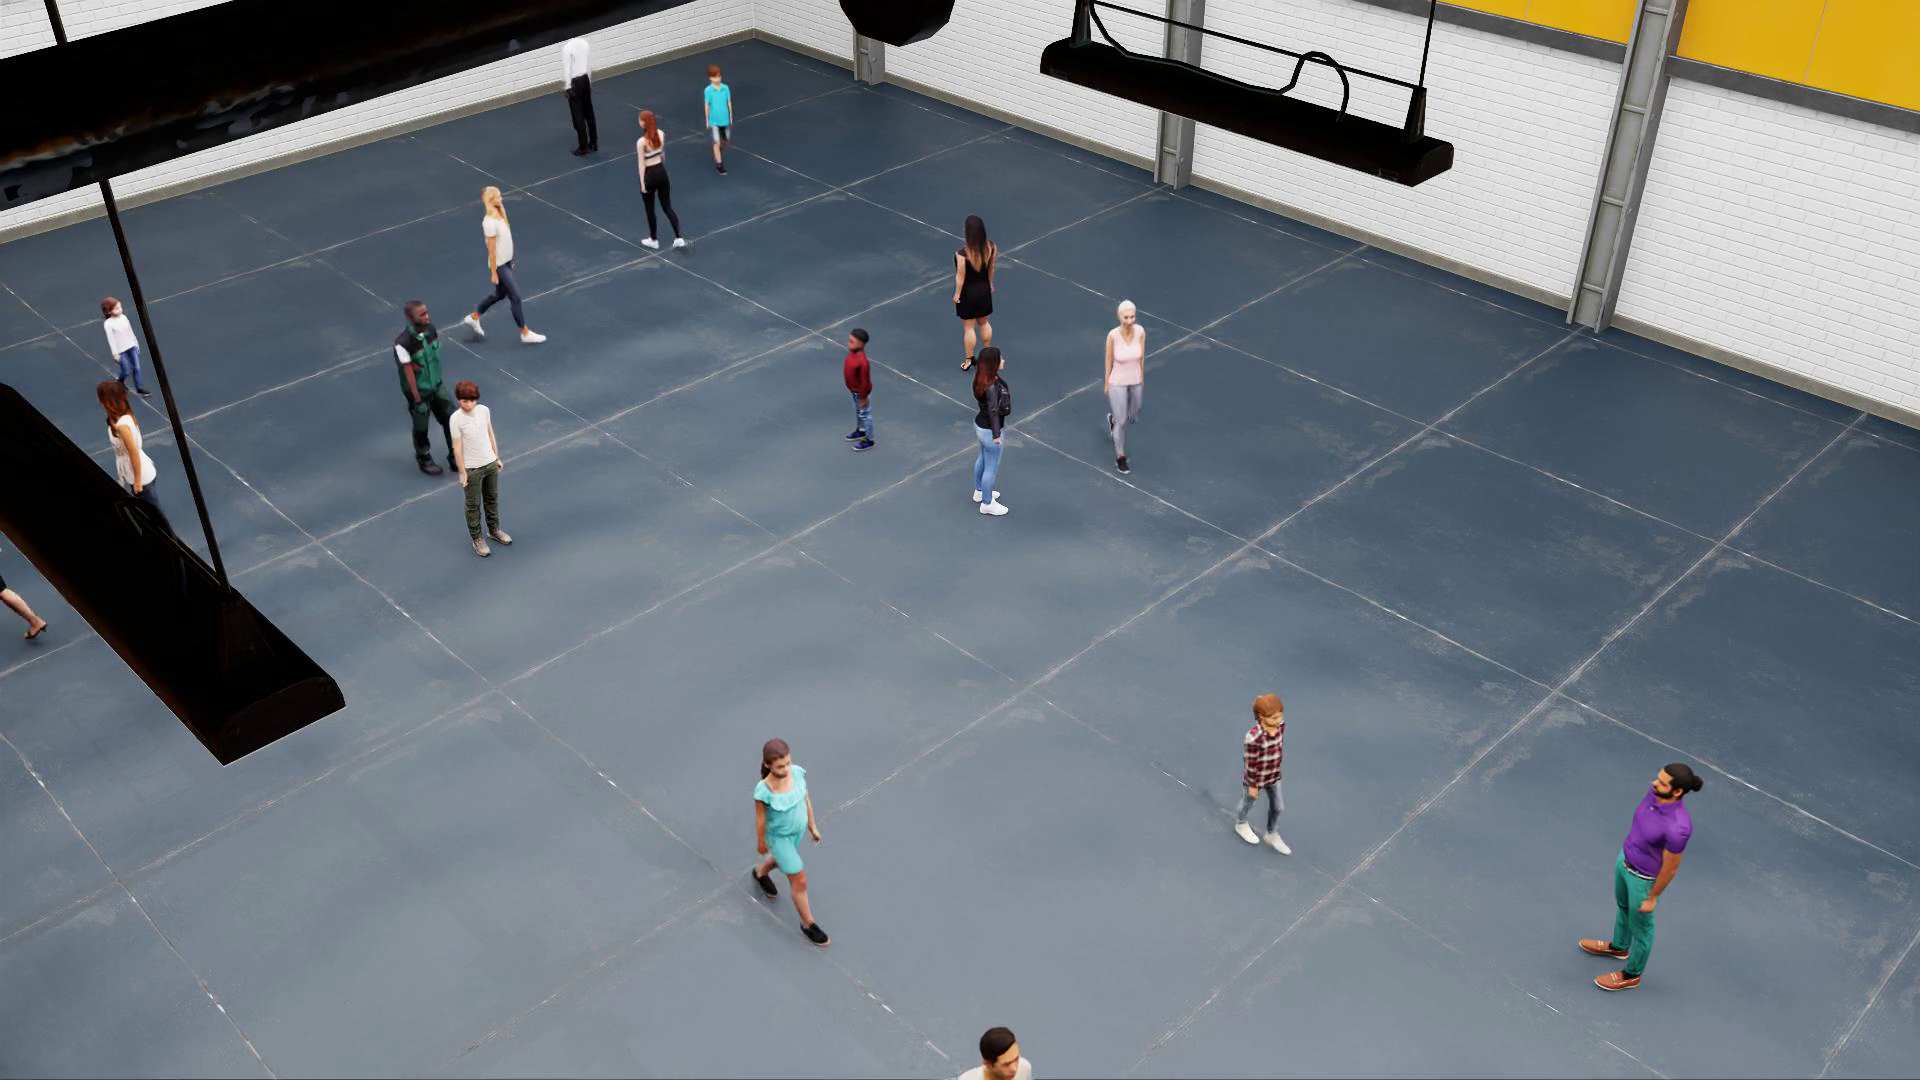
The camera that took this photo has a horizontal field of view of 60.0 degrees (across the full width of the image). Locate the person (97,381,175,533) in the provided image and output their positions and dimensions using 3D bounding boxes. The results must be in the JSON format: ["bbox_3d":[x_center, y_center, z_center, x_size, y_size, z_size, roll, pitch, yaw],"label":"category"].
[{"bbox_3d":[-7.063,-0.589,14.340,0.700,1.785,0.551,-17,37,-24],"label":"person"}]

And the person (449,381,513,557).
[{"bbox_3d":[-4.221,-0.660,14.566,0.540,1.652,0.591,26,41,33],"label":"person"}]

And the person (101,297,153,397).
[{"bbox_3d":[-8.606,-1.980,17.044,0.657,1.108,0.565,13,36,18],"label":"person"}]

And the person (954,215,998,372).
[{"bbox_3d":[0.162,-2.572,17.384,0.670,1.718,0.626,-23,40,-31],"label":"person"}]

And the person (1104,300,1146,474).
[{"bbox_3d":[1.544,-1.516,15.804,0.823,1.709,1.004,-9,35,-13],"label":"person"}]

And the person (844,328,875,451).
[{"bbox_3d":[-0.964,-1.487,16.171,0.628,1.253,0.524,-13,36,-18],"label":"person"}]

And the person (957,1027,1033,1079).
[{"bbox_3d":[0.098,3.137,8.720,0.710,1.799,0.682,-23,40,-30],"label":"person"}]

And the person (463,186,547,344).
[{"bbox_3d":[-5.026,-2.929,17.861,1.148,1.784,1.098,-1,34,-2],"label":"person"}]

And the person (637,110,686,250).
[{"bbox_3d":[-3.629,-4.329,19.995,0.807,1.753,0.610,26,41,33],"label":"person"}]

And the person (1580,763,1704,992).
[{"bbox_3d":[4.278,2.068,10.358,0.778,1.767,0.722,1,34,1],"label":"person"}]

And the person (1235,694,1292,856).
[{"bbox_3d":[2.043,1.572,11.533,0.610,1.292,0.721,-19,38,-26],"label":"person"}]

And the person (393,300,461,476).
[{"bbox_3d":[-5.083,-1.413,15.555,0.969,1.812,0.856,17,37,24],"label":"person"}]

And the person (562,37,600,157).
[{"bbox_3d":[-5.204,-6.181,22.706,0.629,1.836,0.694,17,37,24],"label":"person"}]

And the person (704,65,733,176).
[{"bbox_3d":[-3.257,-5.658,22.283,0.670,1.434,0.877,-16,37,-22],"label":"person"}]

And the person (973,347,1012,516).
[{"bbox_3d":[0.272,-1.016,15.119,0.797,1.634,0.687,-7,34,-10],"label":"person"}]

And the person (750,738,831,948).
[{"bbox_3d":[-1.183,1.875,10.866,1.047,1.525,0.554,29,43,36],"label":"person"}]
